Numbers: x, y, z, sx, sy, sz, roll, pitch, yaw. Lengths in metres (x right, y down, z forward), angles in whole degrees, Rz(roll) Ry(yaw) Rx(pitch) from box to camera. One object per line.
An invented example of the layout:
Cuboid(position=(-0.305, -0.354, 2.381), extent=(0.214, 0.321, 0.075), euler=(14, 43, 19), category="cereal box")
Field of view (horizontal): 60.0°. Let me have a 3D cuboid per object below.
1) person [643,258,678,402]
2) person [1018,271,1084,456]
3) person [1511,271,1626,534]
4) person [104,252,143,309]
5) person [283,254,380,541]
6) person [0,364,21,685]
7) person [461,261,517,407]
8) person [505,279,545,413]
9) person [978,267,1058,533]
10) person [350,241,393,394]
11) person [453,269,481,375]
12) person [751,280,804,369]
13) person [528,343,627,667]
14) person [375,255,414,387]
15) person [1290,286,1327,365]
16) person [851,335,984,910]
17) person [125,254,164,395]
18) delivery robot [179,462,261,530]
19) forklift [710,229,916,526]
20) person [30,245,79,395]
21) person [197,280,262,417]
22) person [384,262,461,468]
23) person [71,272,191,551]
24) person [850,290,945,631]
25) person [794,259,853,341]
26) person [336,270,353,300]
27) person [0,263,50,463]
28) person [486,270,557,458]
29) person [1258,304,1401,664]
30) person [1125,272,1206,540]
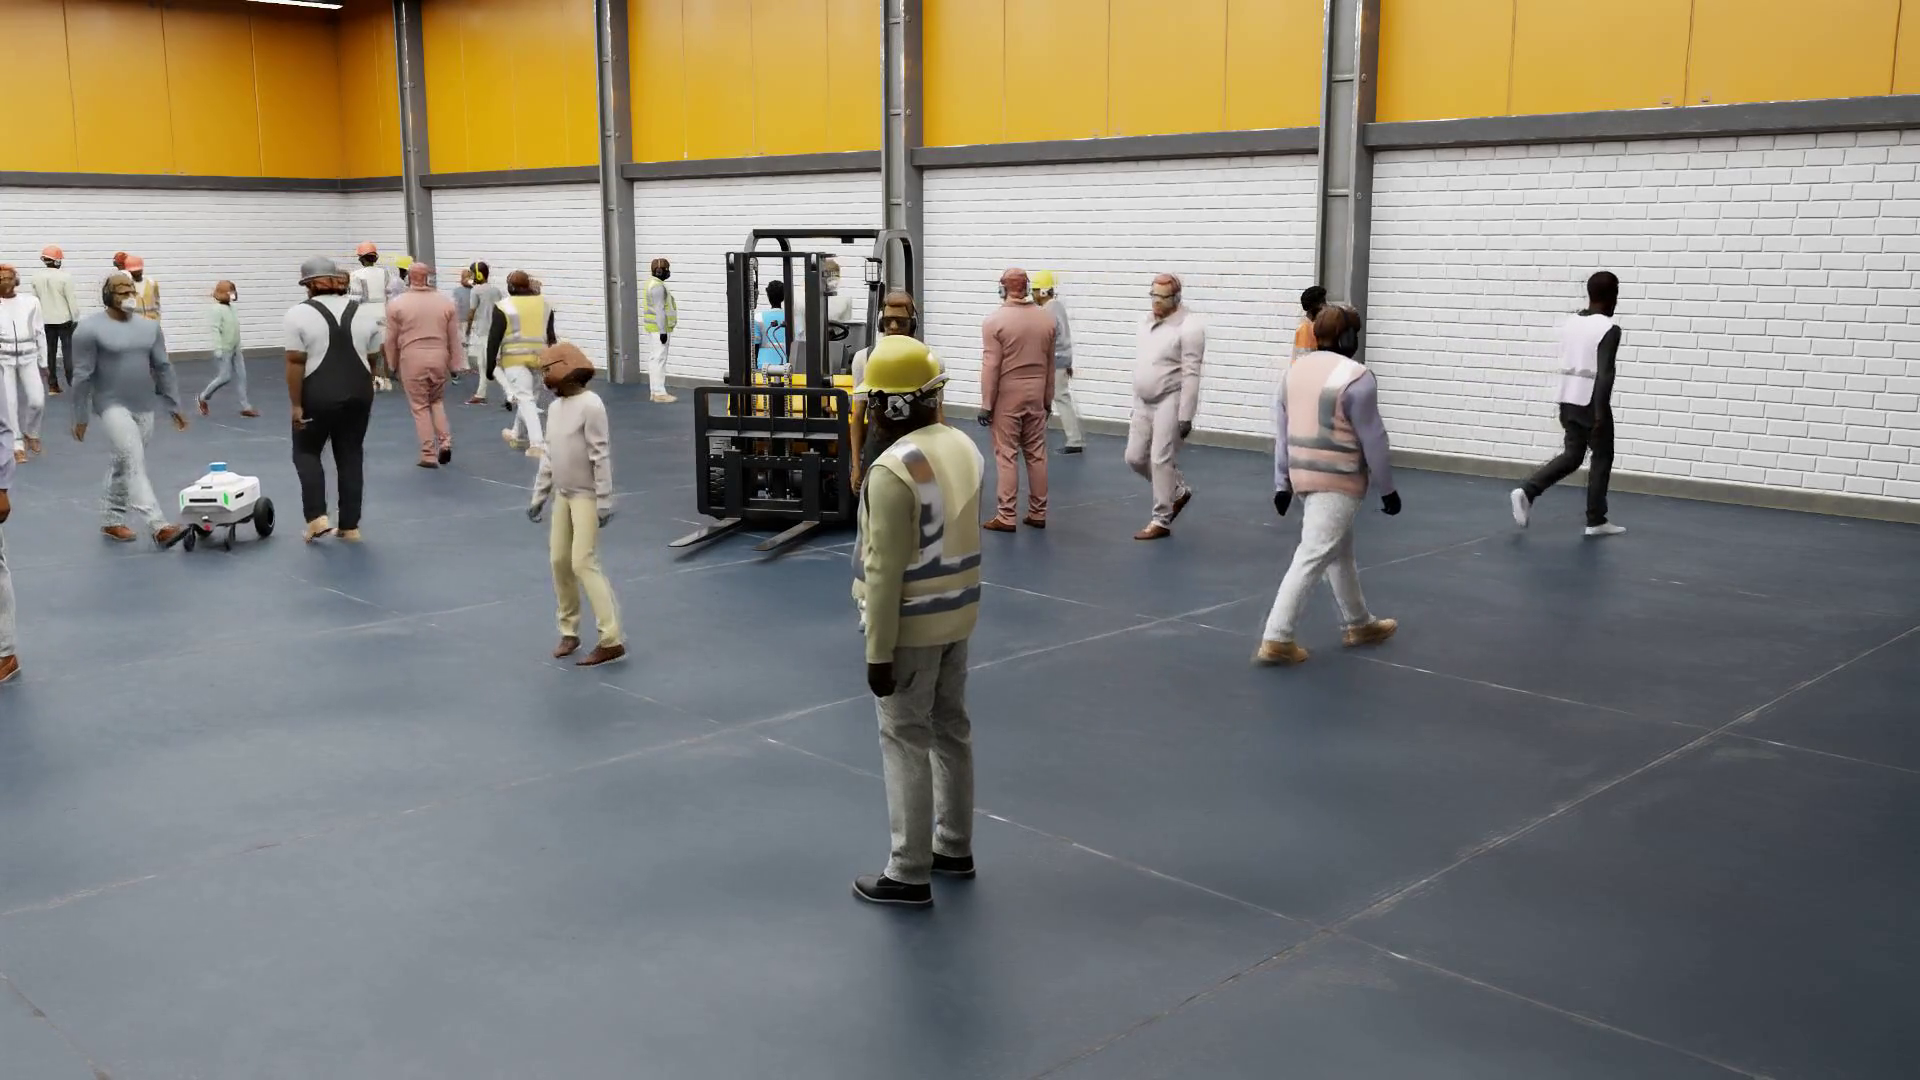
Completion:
Cuboid(position=(-3.839, -2.691, 21.363), extent=(0.429, 1.841, 0.634), euler=(-3, 11, -18), category="person")
Cuboid(position=(0.805, -1.704, 16.134), extent=(0.907, 1.781, 0.638), euler=(2, 11, 12), category="person")
Cuboid(position=(4.379, -0.959, 11.793), extent=(0.770, 1.891, 0.599), euler=(-3, 11, -14), category="person")
Cuboid(position=(-12.552, -3.388, 25.053), extent=(0.356, 1.883, 0.573), euler=(10, 14, 43), category="person")
Cuboid(position=(-4.384, -1.000, 11.598), extent=(0.699, 2.000, 0.546), euler=(-10, 14, -42), category="person")
Cuboid(position=(-4.759, -0.261, 7.827), extent=(0.616, 1.942, 0.408), euler=(2, 11, 9), category="person")
Cuboid(position=(-5.868, -2.562, 20.752), extent=(0.941, 1.822, 0.489), euler=(4, 11, 22), category="person")
Cuboid(position=(-5.237, -2.319, 19.954), extent=(0.489, 1.617, 0.546), euler=(-5, 12, -27), category="person")
Cuboid(position=(0.394, -1.010, 12.024), extent=(0.646, 1.904, 0.401), euler=(-7, 13, -34), category="person")
Cuboid(position=(-7.947, -2.994, 22.462), extent=(0.377, 2.045, 0.605), euler=(8, 13, 38), category="person")
Cuboid(position=(-7.422, -3.294, 25.293), extent=(0.508, 1.610, 0.695), euler=(-9, 14, -39), category="person")
Cuboid(position=(-1.777, -1.684, 16.254), extent=(0.541, 1.700, 0.316), euler=(-1, 10, -6), category="person")
Cuboid(position=(-1.912, -0.182, 8.359), extent=(0.323, 1.591, 0.609), euler=(-10, 14, -43), category="person")
Cuboid(position=(-7.801, -3.025, 23.136), extent=(0.944, 1.871, 0.605), euler=(0, 10, -2), category="person")
Cuboid(position=(3.084, -1.408, 14.790), extent=(0.321, 1.690, 0.530), euler=(3, 11, 18), category="person")
Cuboid(position=(-0.146, 0.263, 5.314), extent=(0.403, 1.825, 0.596), euler=(6, 12, 28), category="person")
Cuboid(position=(-10.898, -2.862, 22.167), extent=(0.563, 1.880, 0.788), euler=(-8, 13, -39), category="person")
Cuboid(position=(-5.129, -0.296, 11.541), extent=(0.477, 0.478, 0.707), euler=(-1, 11, -5), category="delivery robot")
Cuboid(position=(-1.050, -1.319, 12.920), extent=(1.214, 2.155, 2.313), euler=(2, 11, 13), category="forklift")
Cuboid(position=(-12.054, -2.928, 22.232), extent=(0.608, 1.996, 0.380), euler=(1, 10, 6), category="person")
Cuboid(position=(-8.609, -2.236, 19.499), extent=(0.659, 1.615, 0.517), euler=(1, 10, 7), category="person")
Cuboid(position=(-4.958, -1.600, 15.310), extent=(0.638, 1.882, 0.500), euler=(-9, 14, -40), category="person")
Cuboid(position=(-5.636, -0.875, 11.351), extent=(1.047, 1.877, 0.656), euler=(5, 12, 25), category="person")
Cuboid(position=(-0.334, -0.415, 8.946), extent=(0.515, 1.842, 0.328), euler=(0, 10, 3), category="person")
Cuboid(position=(-1.275, -1.690, 15.720), extent=(0.679, 1.900, 0.720), euler=(-5, 11, -25), category="person")
Cuboid(position=(-9.164, -3.220, 24.842), extent=(0.527, 1.628, 0.418), euler=(-6, 12, -28), category="person")
Cuboid(position=(-8.890, -1.656, 15.635), extent=(0.593, 1.871, 0.423), euler=(-9, 13, -39), category="person")
Cuboid(position=(-4.298, -1.721, 16.216), extent=(0.987, 1.785, 0.655), euler=(10, 14, 43), category="person")
Cuboid(position=(1.877, -0.281, 8.383), extent=(0.976, 1.796, 0.627), euler=(-4, 11, -22), category="person")
Cuboid(position=(1.453, -0.936, 11.686), extent=(0.498, 1.881, 0.667), euler=(-6, 12, -31), category="person")
